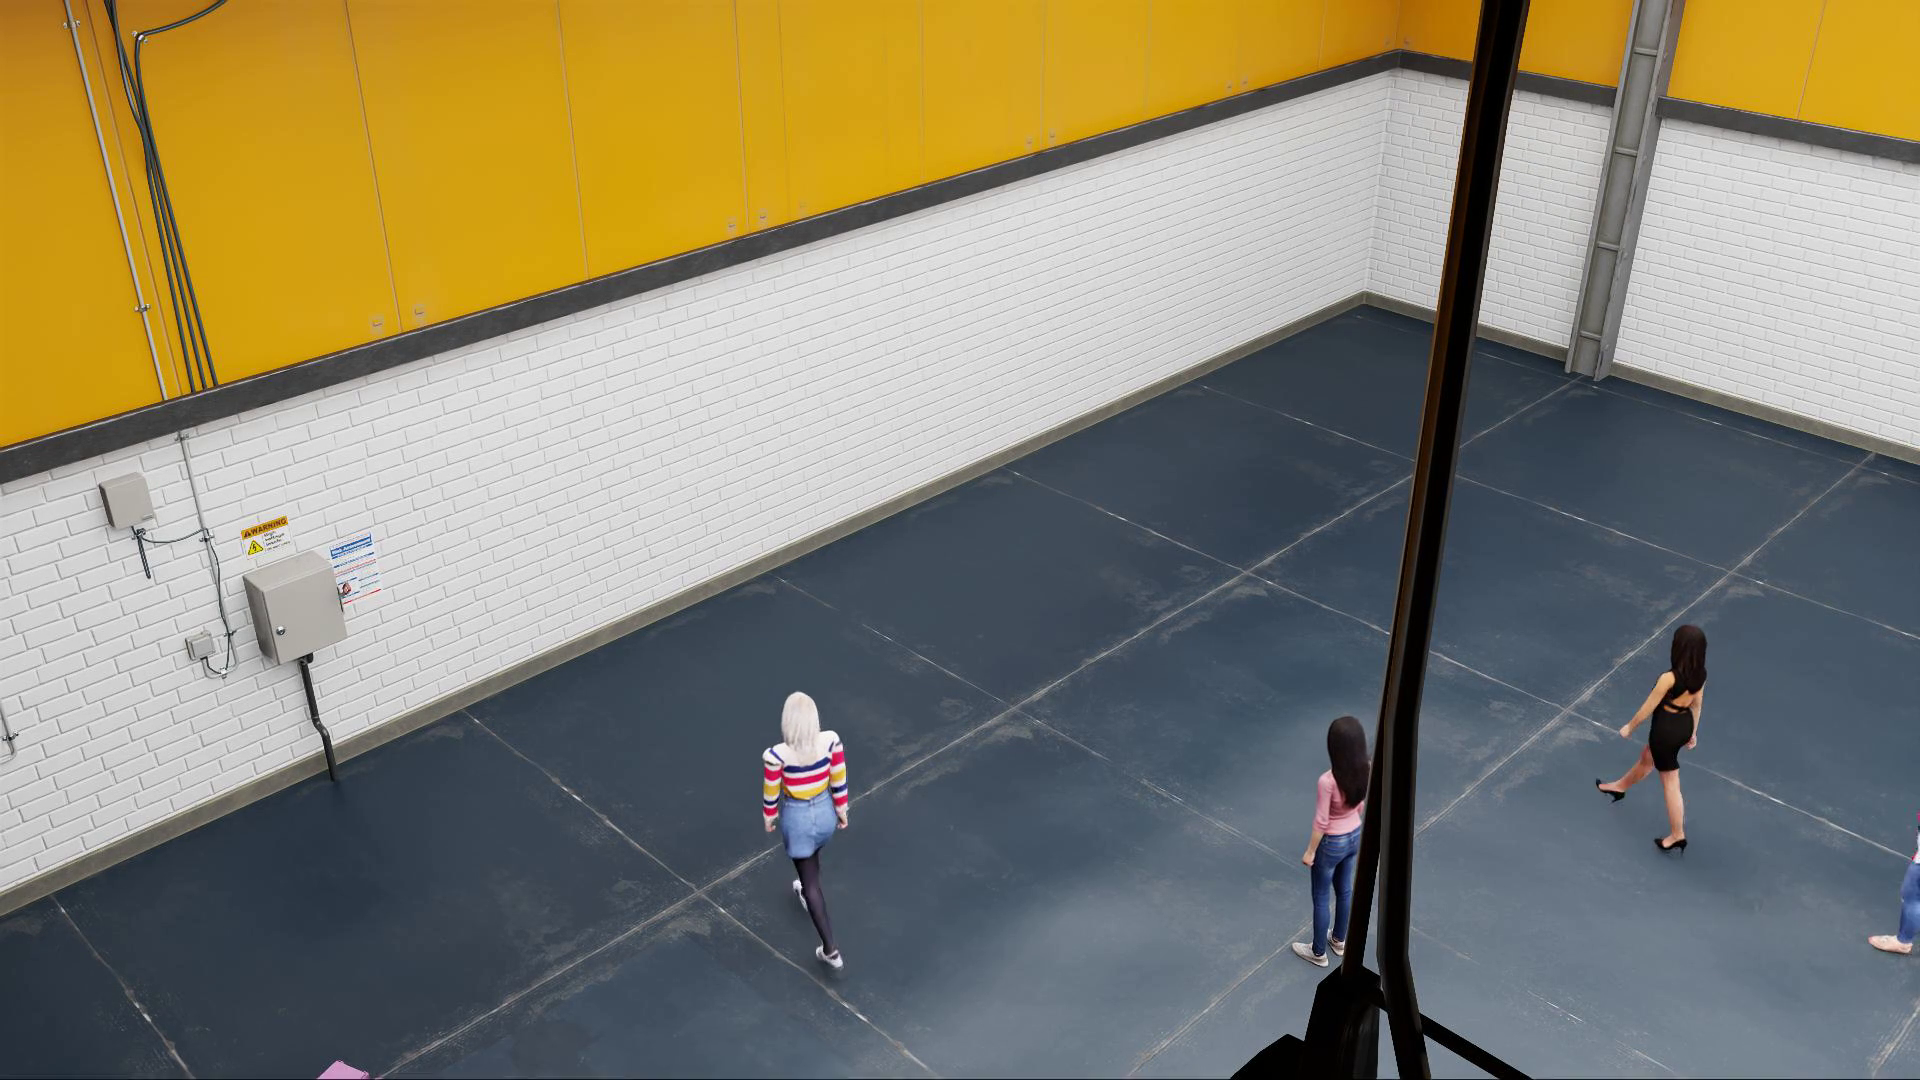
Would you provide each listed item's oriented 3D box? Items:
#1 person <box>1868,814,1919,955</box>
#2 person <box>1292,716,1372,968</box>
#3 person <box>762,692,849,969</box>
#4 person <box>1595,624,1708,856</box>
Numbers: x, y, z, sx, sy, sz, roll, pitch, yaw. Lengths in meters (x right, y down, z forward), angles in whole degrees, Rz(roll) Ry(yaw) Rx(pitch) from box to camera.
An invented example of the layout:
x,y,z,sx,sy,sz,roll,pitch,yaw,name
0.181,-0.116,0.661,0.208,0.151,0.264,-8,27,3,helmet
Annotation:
x,y,z,sx,sy,sz,roll,pitch,yaw,name
5.936,1.871,9.956,0.918,1.594,0.742,18,34,30,person
2.243,1.797,9.938,0.614,1.743,0.554,-19,34,-31,person
-0.882,1.754,9.992,0.917,1.766,1.220,-14,31,-23,person
4.706,1.357,10.886,0.698,1.608,1.061,-17,33,-28,person
